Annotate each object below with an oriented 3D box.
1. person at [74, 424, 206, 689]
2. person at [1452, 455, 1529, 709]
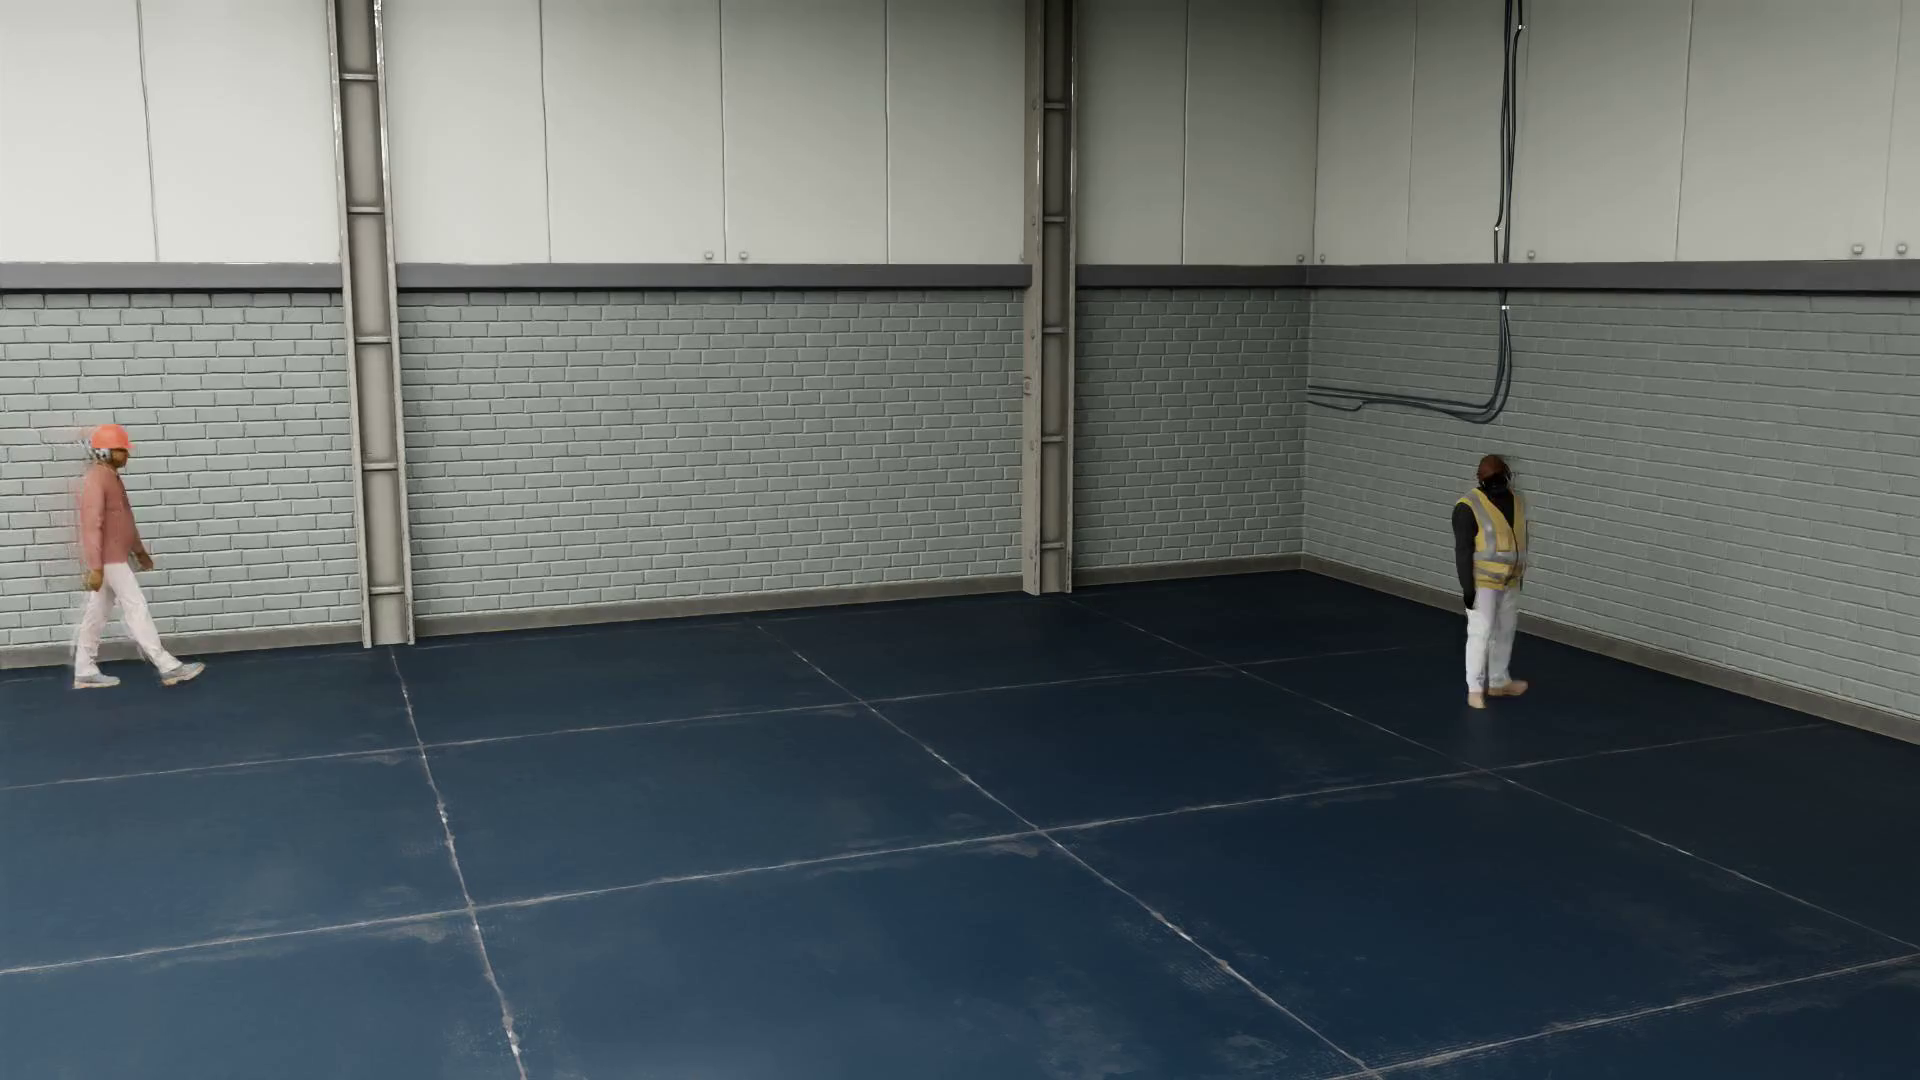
[{"bbox_3d":[-6.096,0.122,12.214,0.973,1.946,0.630,-3,10,-20],"label":"person"},{"bbox_3d":[3.801,0.287,11.692,0.809,1.800,0.433,-5,10,-30],"label":"person"}]
